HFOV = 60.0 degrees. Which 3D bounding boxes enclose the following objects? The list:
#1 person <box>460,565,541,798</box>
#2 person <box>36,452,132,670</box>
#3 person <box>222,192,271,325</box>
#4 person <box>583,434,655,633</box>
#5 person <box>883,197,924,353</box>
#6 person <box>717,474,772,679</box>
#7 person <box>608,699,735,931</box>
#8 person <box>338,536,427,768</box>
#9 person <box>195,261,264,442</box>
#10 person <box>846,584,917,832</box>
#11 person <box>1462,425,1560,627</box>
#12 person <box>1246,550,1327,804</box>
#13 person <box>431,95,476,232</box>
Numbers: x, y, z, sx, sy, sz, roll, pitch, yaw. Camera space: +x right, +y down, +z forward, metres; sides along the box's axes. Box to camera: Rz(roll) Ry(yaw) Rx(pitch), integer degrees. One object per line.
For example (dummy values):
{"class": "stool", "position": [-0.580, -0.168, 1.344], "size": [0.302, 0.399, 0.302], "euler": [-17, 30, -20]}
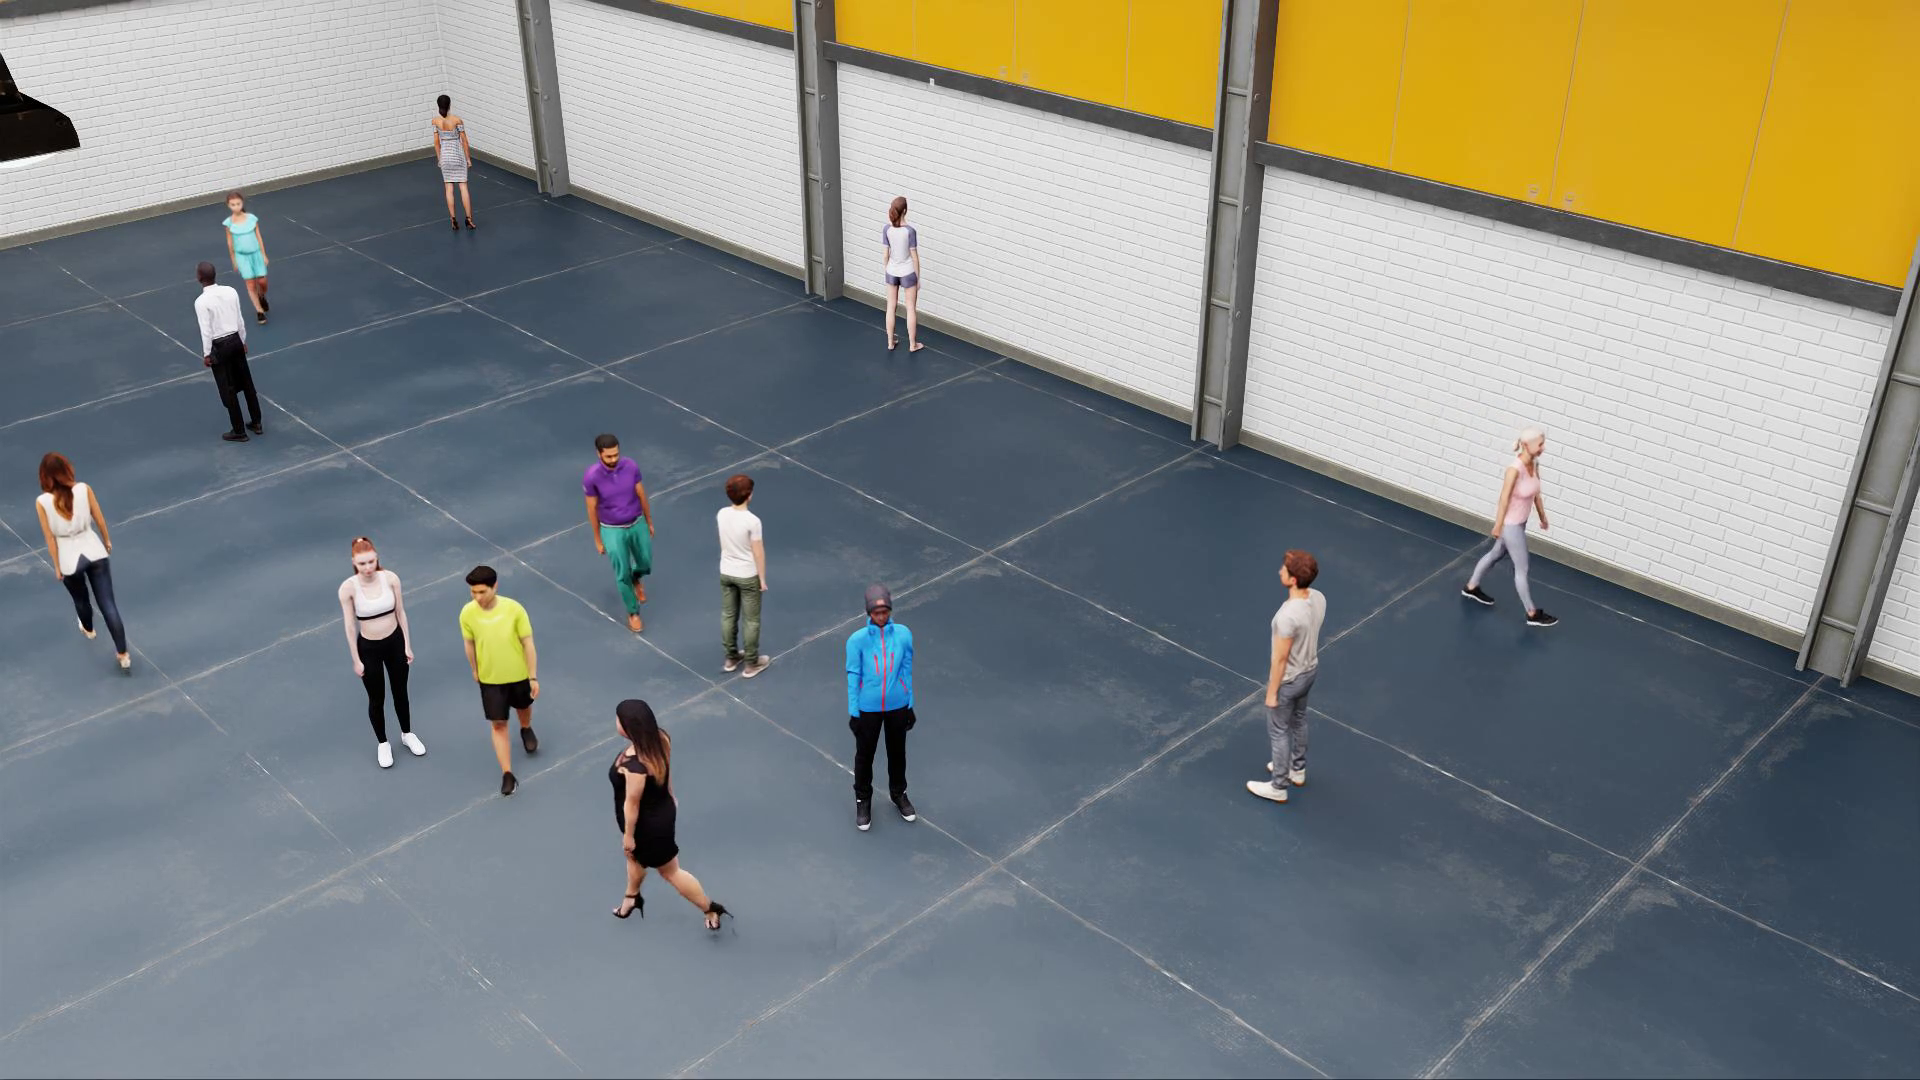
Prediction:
{"class": "person", "position": [-3.168, 0.876, 11.605], "size": [1.016, 1.656, 1.201], "euler": [-7, 29, -12]}
{"class": "person", "position": [-6.686, 0.206, 12.753], "size": [0.691, 1.732, 1.140], "euler": [-21, 35, -33]}
{"class": "person", "position": [-8.302, -3.322, 19.406], "size": [0.689, 1.554, 0.788], "euler": [-12, 31, -21]}
{"class": "person", "position": [-2.733, -0.118, 13.334], "size": [0.829, 1.744, 0.916], "euler": [-16, 32, -27]}
{"class": "person", "position": [-0.654, -2.961, 18.521], "size": [0.639, 1.768, 0.729], "euler": [9, 30, 16]}
{"class": "person", "position": [-1.679, 0.274, 12.713], "size": [0.571, 1.650, 0.679], "euler": [14, 31, 23]}
{"class": "person", "position": [-1.785, 1.719, 10.030], "size": [1.152, 1.683, 1.021], "euler": [5, 29, 8]}
{"class": "person", "position": [-4.076, 0.773, 11.704], "size": [0.618, 1.741, 0.572], "euler": [-19, 34, -31]}
{"class": "person", "position": [-7.260, -1.873, 16.455], "size": [0.631, 1.837, 0.695], "euler": [15, 32, 25]}
{"class": "person", "position": [-0.526, 1.090, 11.068], "size": [0.692, 1.794, 0.692], "euler": [-9, 30, -16]}
{"class": "person", "position": [4.412, -0.164, 13.485], "size": [1.101, 1.680, 0.614], "euler": [22, 35, 34]}
{"class": "person", "position": [2.258, 0.918, 11.280], "size": [0.576, 1.892, 0.672], "euler": [22, 35, 34]}
{"class": "person", "position": [-6.808, -5.069, 22.329], "size": [0.680, 1.822, 0.735], "euler": [-1, 29, -1]}
